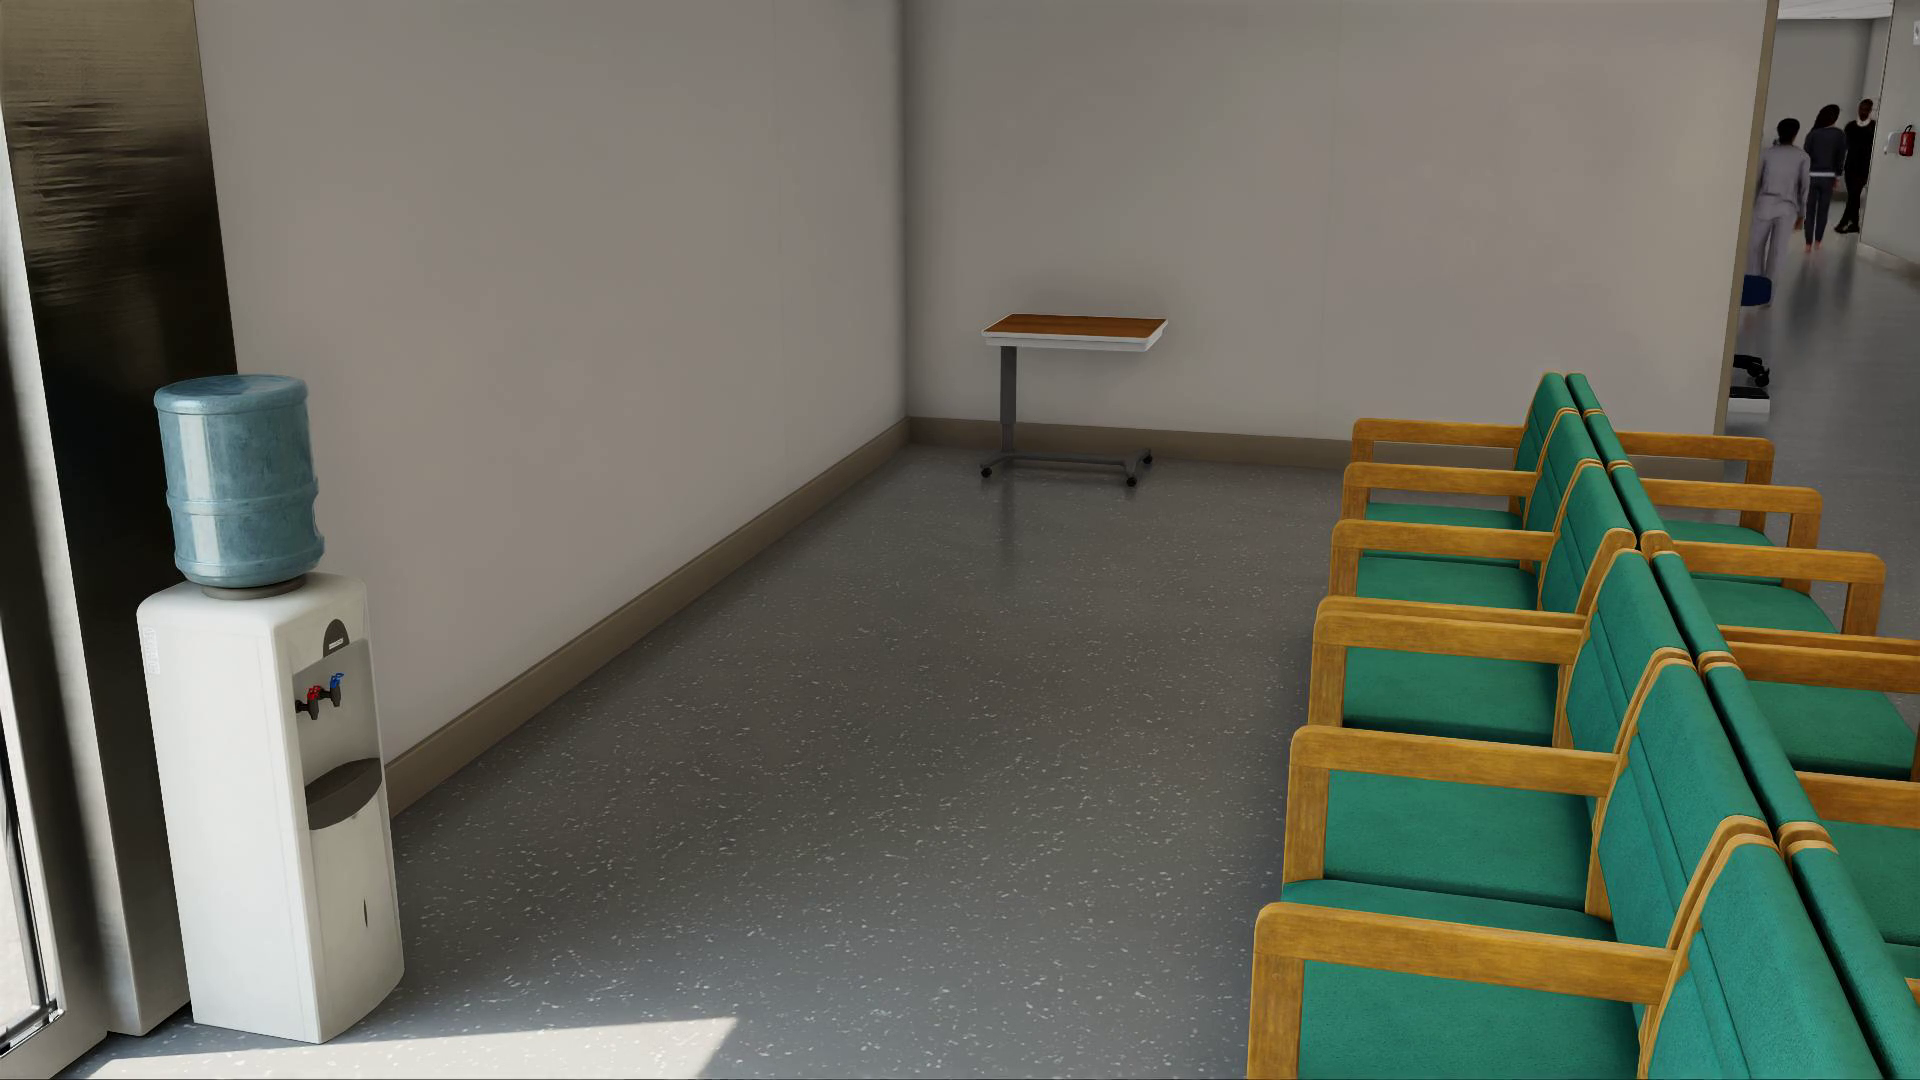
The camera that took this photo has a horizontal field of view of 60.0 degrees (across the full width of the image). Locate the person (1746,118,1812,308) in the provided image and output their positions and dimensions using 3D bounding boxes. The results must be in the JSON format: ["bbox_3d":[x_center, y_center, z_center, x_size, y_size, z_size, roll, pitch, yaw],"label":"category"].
[{"bbox_3d":[7.555,-3.019,15.428,0.659,1.720,0.791,8,17,25],"label":"person"}]

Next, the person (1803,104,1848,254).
[{"bbox_3d":[10.397,-4.345,20.097,0.887,1.738,0.713,5,17,18],"label":"person"}]

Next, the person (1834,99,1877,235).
[{"bbox_3d":[12.040,-4.951,22.203,1.099,1.762,1.129,-13,20,-39],"label":"person"}]
